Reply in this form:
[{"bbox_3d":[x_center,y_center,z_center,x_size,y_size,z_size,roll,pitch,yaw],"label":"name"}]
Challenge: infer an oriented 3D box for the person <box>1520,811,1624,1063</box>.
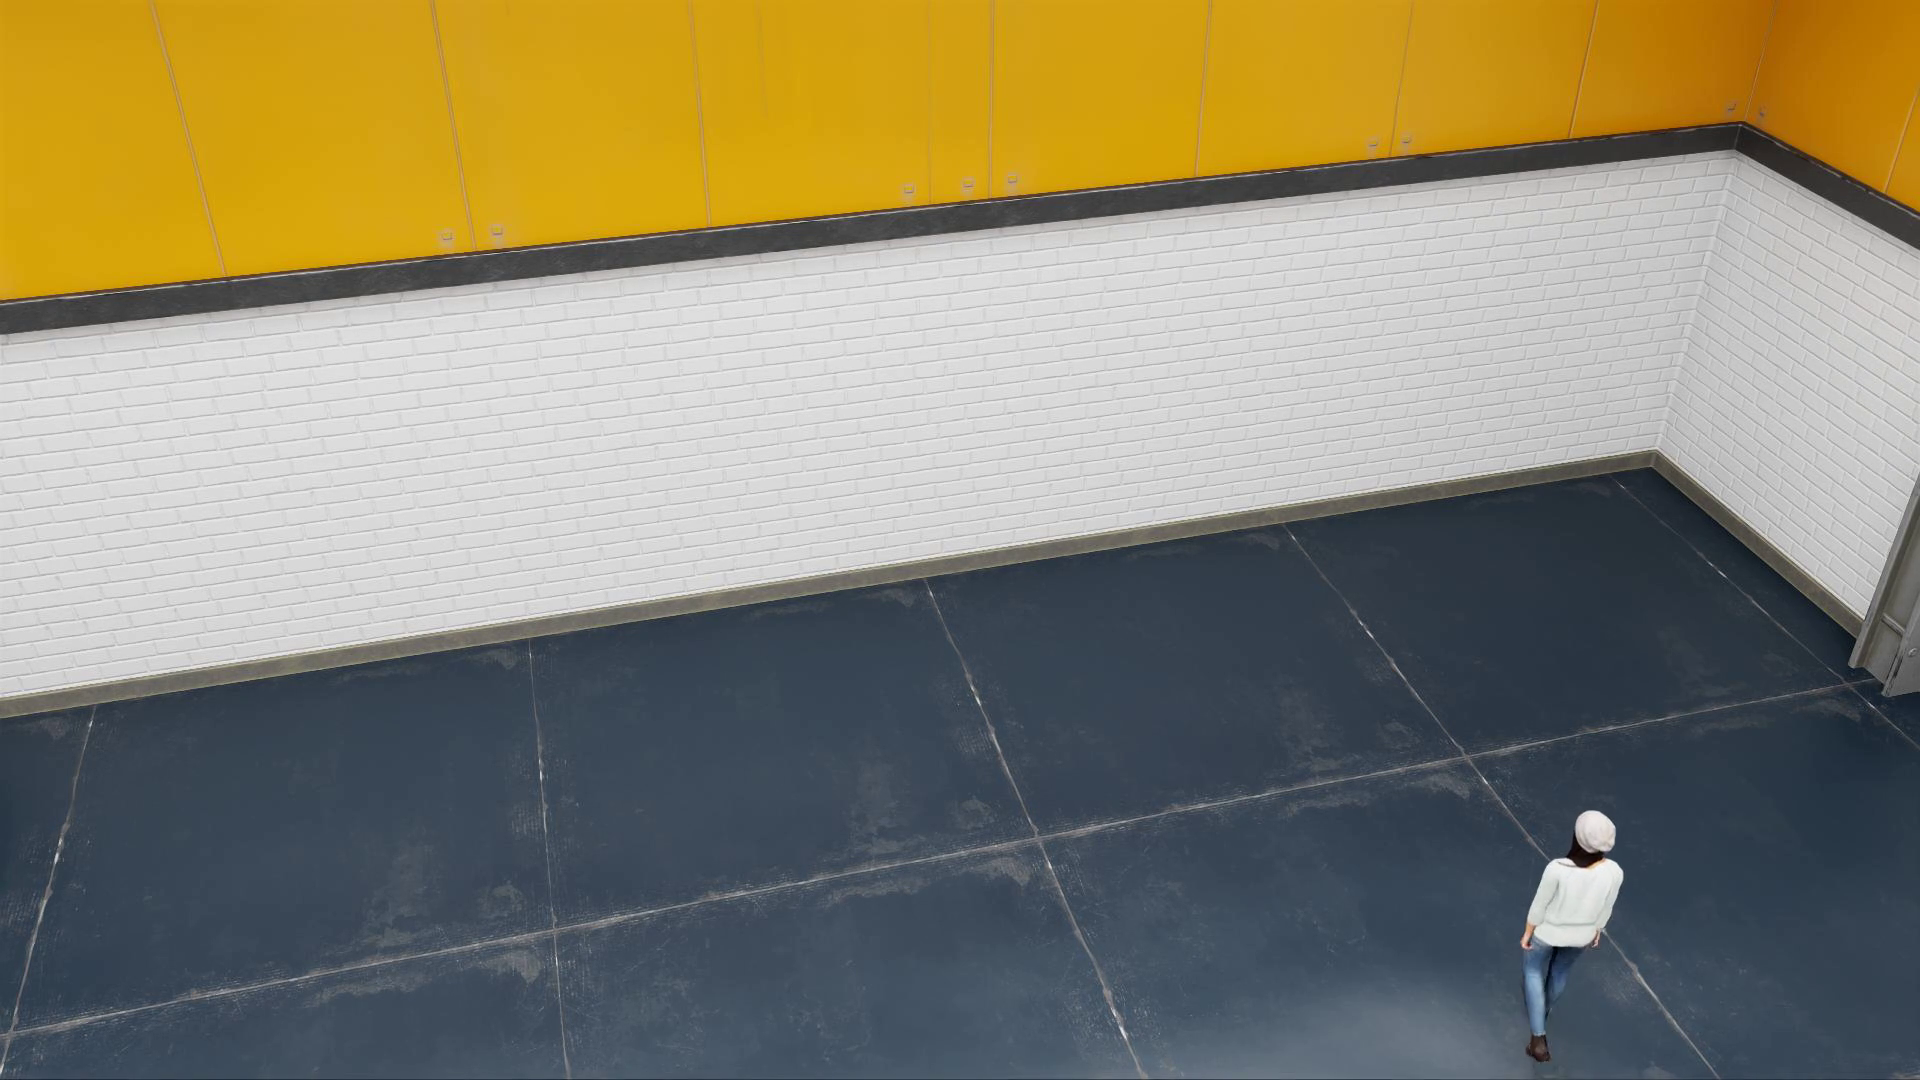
[{"bbox_3d":[3.173,2.073,8.710,0.728,1.643,0.901,1,34,2],"label":"person"}]
